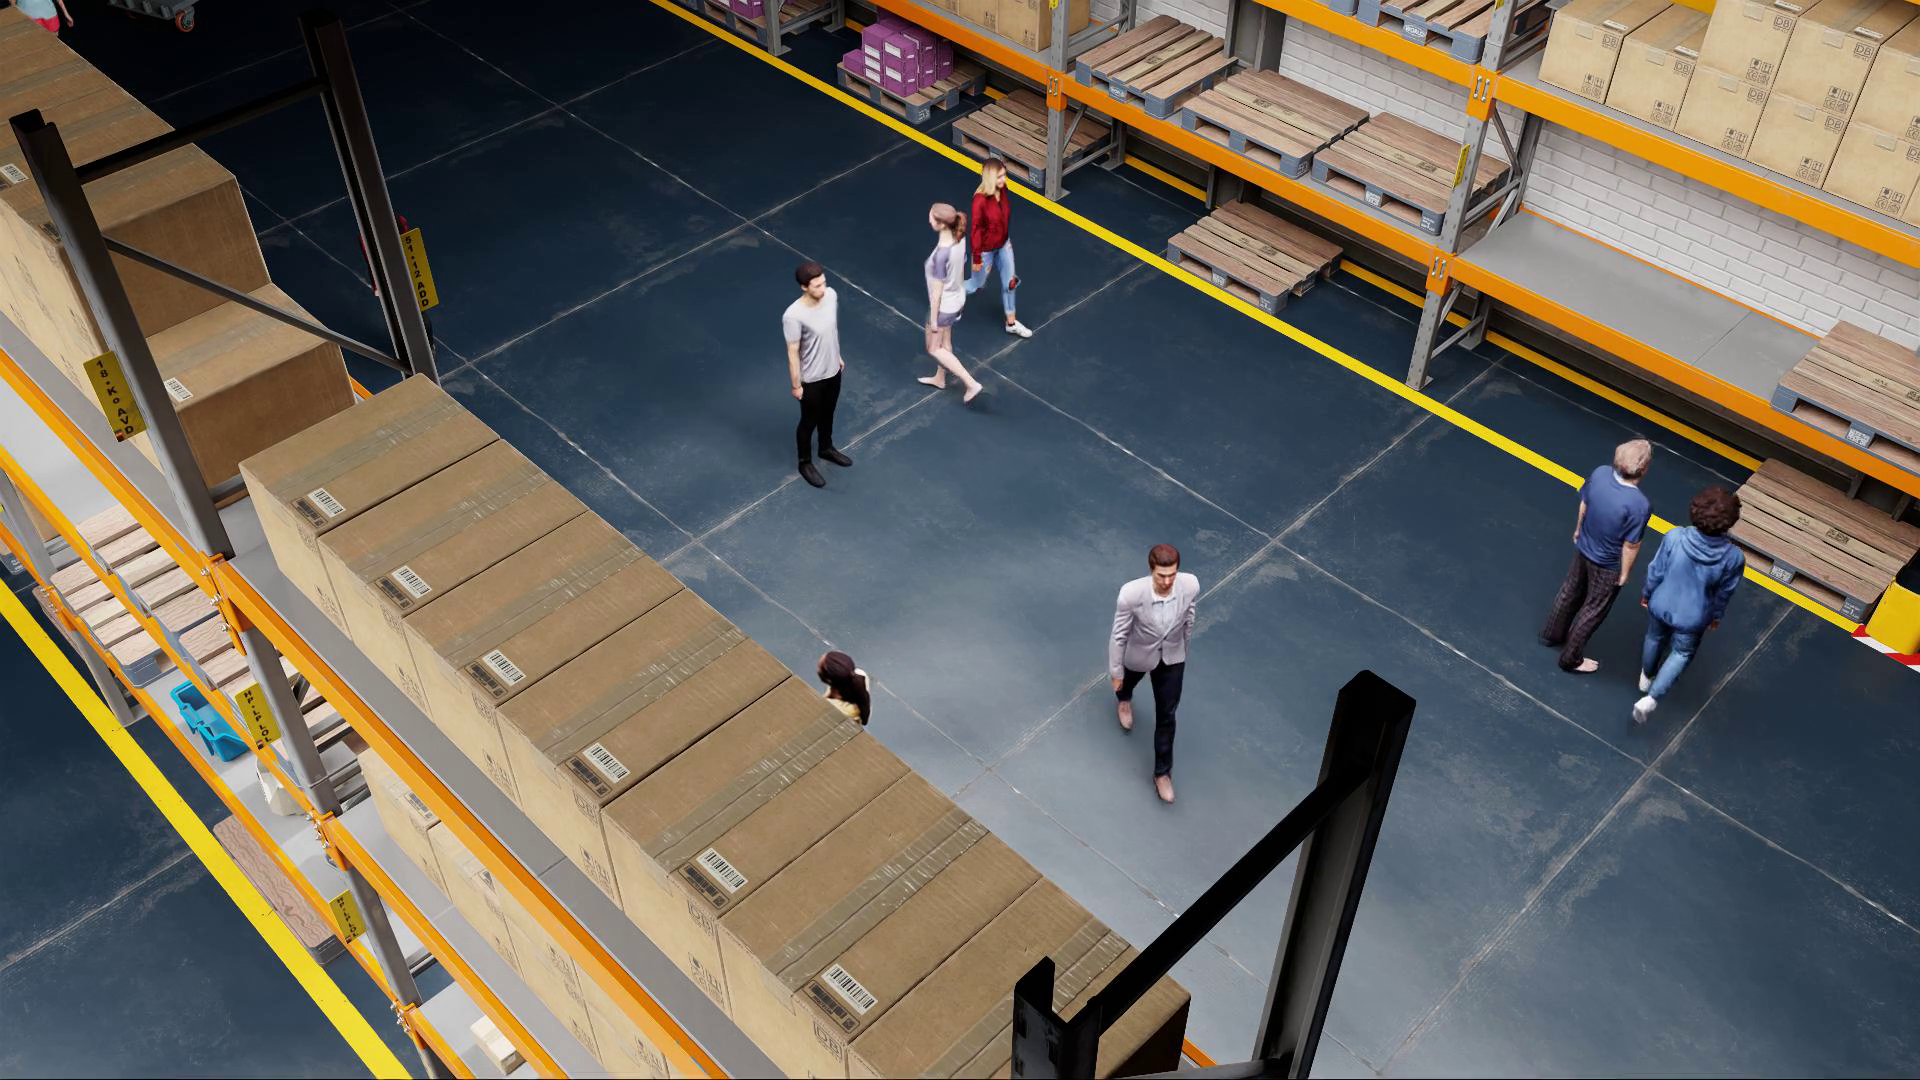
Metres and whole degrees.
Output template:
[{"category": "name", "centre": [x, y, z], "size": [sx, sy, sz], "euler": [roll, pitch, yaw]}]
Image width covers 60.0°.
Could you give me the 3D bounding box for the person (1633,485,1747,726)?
[{"category": "person", "centre": [4.521, 0.438, 10.448], "size": [0.932, 1.788, 0.796], "euler": [28, 50, 27]}]

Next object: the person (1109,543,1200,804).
[{"category": "person", "centre": [1.156, 0.638, 10.230], "size": [1.169, 1.798, 1.298], "euler": [-4, 44, -4]}]

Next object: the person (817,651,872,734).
[{"category": "person", "centre": [-0.662, 1.227, 9.733], "size": [0.674, 1.631, 0.708], "euler": [18, 47, 18]}]

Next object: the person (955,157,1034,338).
[{"category": "person", "centre": [0.185, -2.397, 13.556], "size": [1.108, 1.605, 0.735], "euler": [27, 50, 25]}]

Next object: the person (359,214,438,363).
[{"category": "person", "centre": [-4.448, -2.062, 13.168], "size": [0.553, 1.657, 0.616], "euler": [27, 50, 25]}]

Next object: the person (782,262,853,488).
[{"category": "person", "centre": [-1.050, -1.247, 12.162], "size": [0.561, 1.863, 0.693], "euler": [29, 51, 27]}]

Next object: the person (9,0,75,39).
[{"category": "person", "centre": [-9.068, -5.149, 16.367], "size": [0.597, 1.713, 1.187], "euler": [-34, 53, -31]}]

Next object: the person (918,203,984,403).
[{"category": "person", "centre": [-0.044, -1.788, 12.810], "size": [0.928, 1.753, 0.735], "euler": [20, 47, 20]}]

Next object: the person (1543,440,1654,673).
[{"category": "person", "centre": [4.139, 0.084, 10.759], "size": [0.801, 1.871, 0.638], "euler": [-14, 45, -14]}]
